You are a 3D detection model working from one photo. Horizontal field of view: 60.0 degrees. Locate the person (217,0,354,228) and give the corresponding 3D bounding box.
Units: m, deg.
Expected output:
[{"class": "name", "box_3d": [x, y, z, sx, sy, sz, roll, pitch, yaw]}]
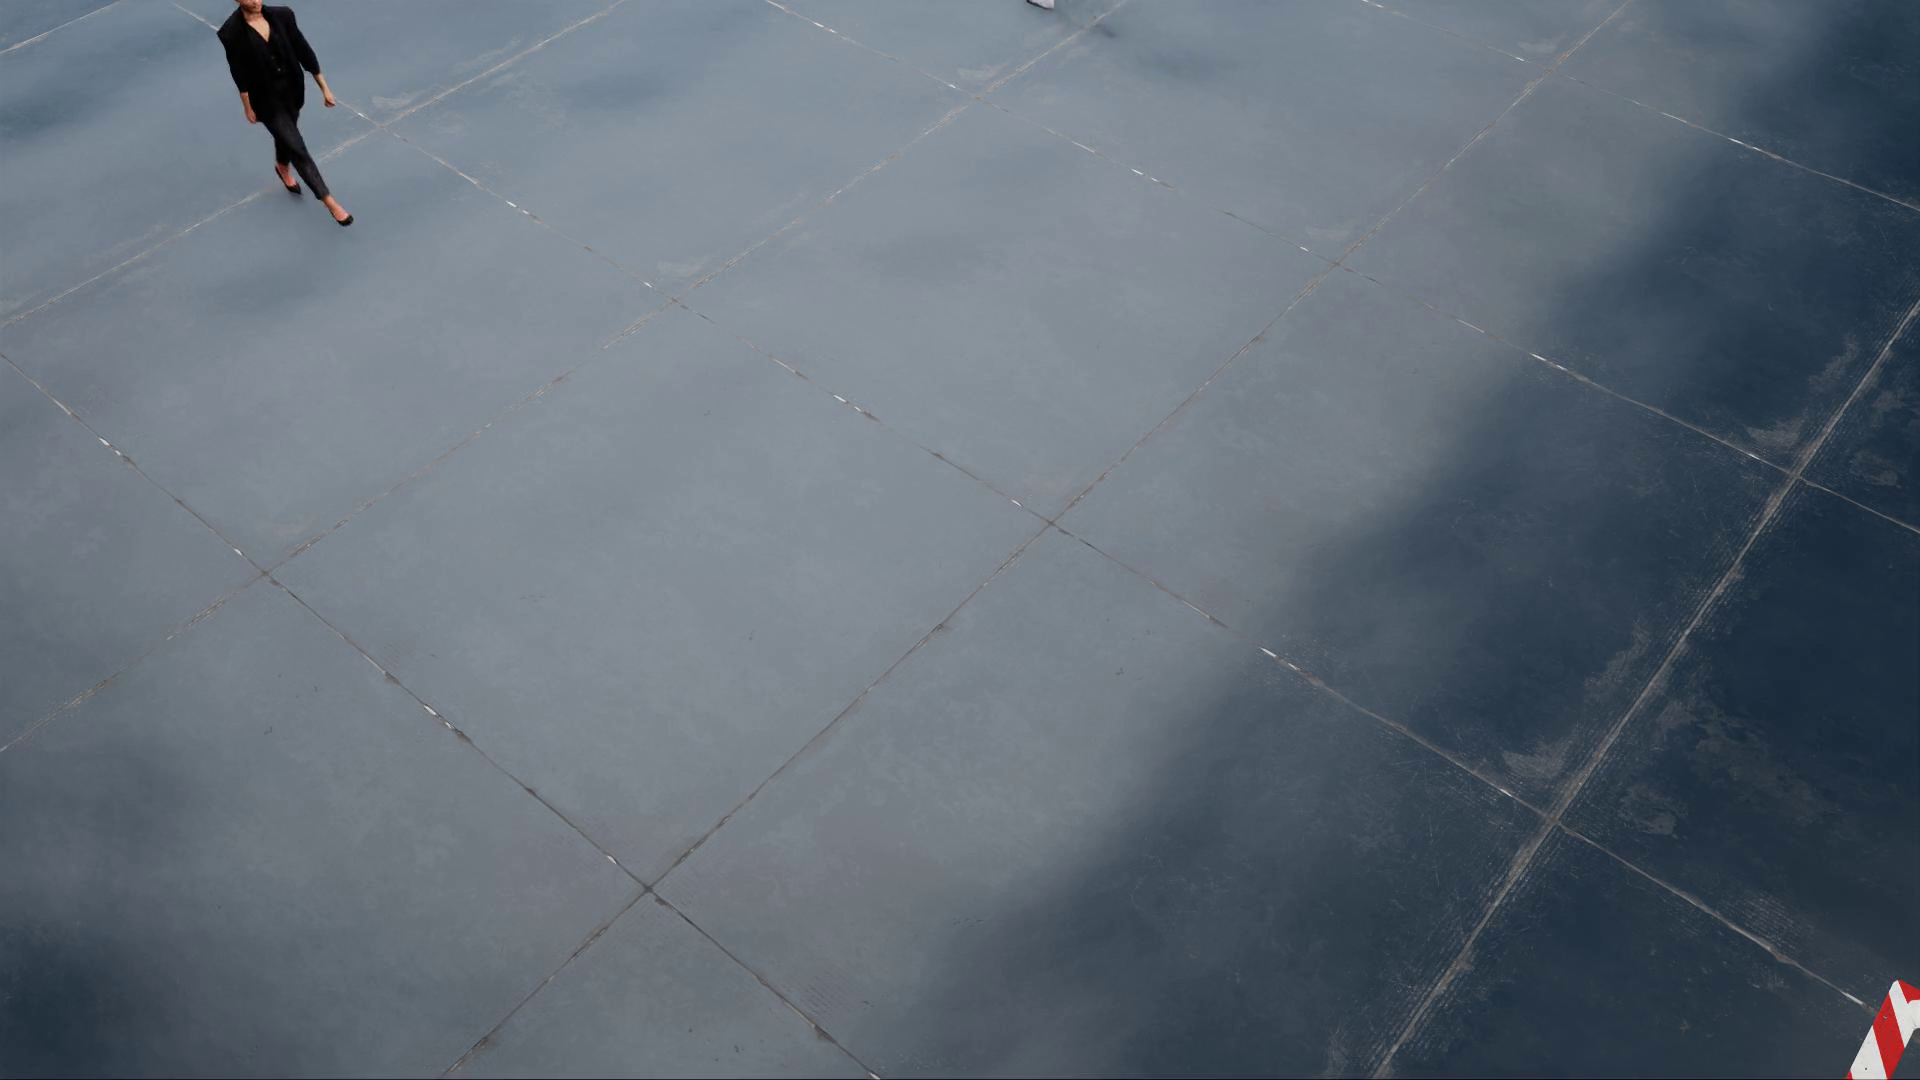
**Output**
[{"class": "person", "box_3d": [-4.366, -2.831, 10.548, 1.113, 1.666, 0.674, 33, 55, 27]}]
